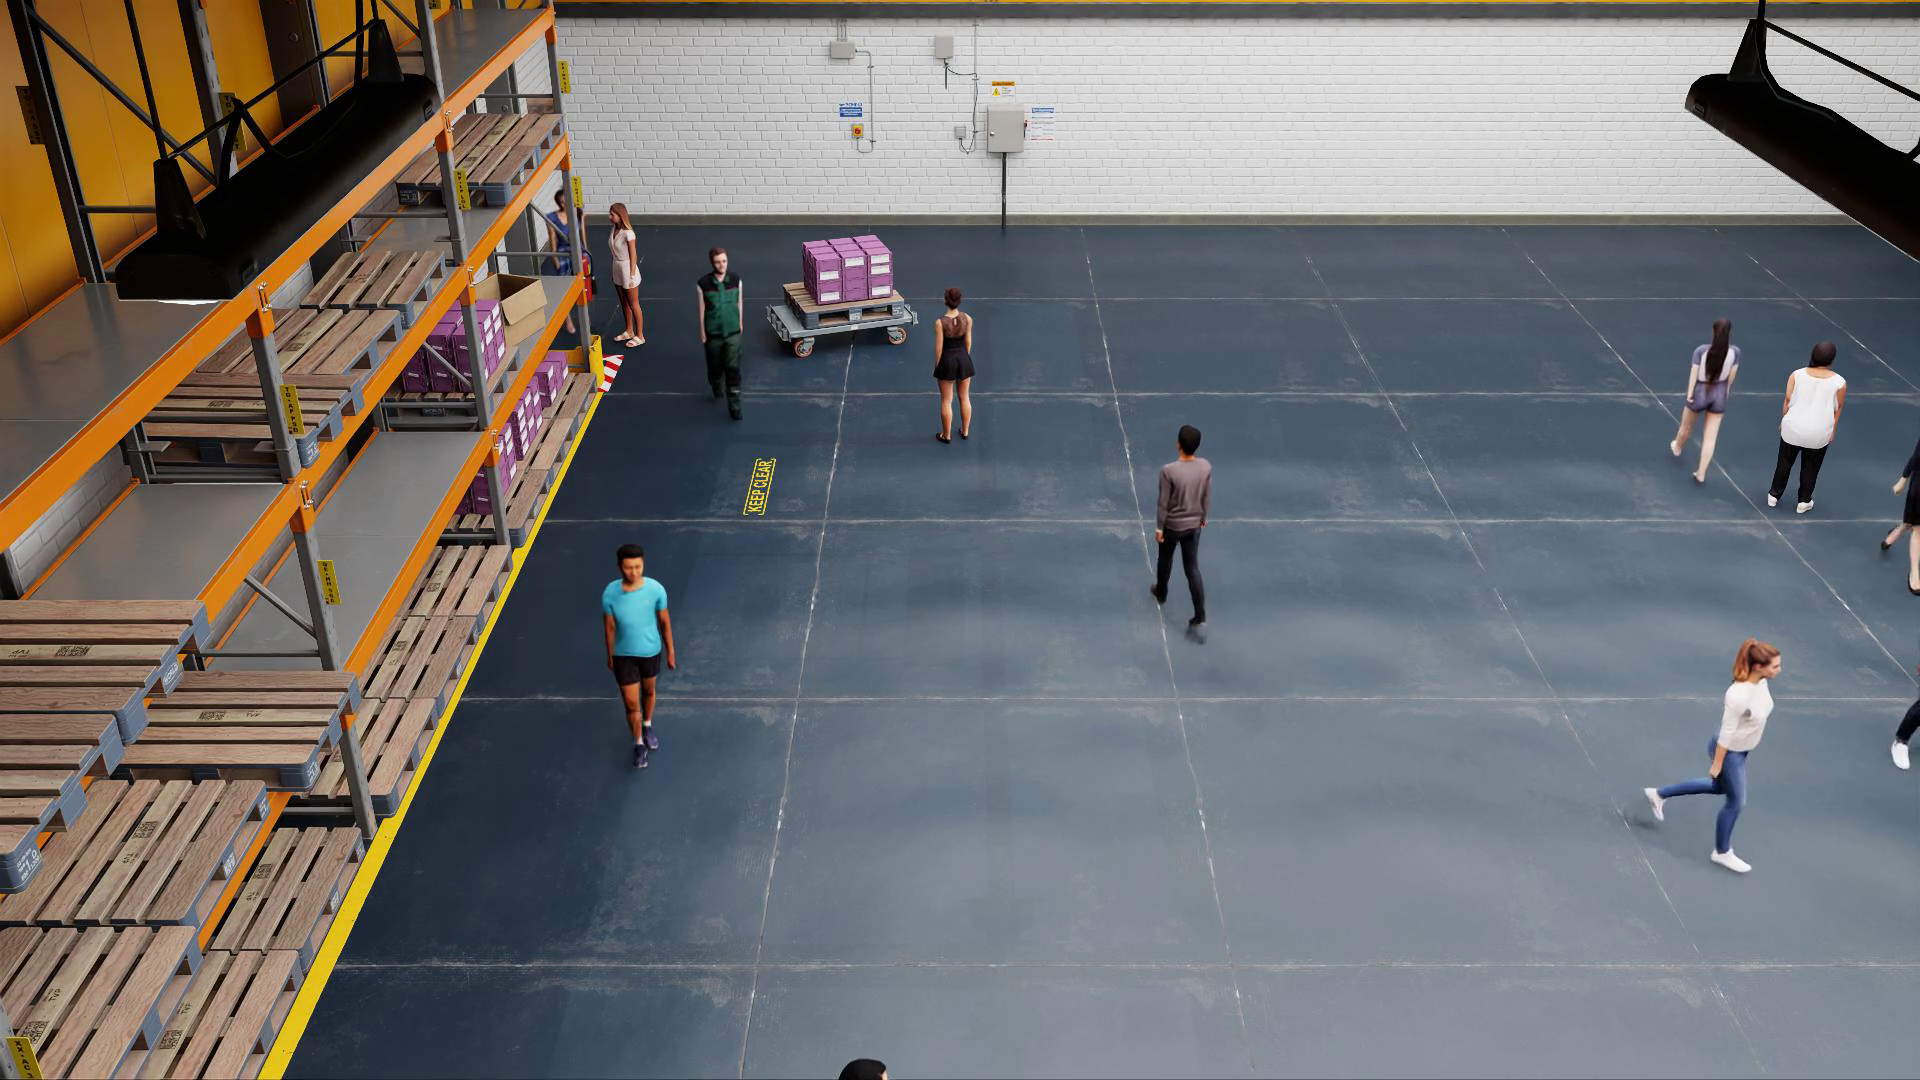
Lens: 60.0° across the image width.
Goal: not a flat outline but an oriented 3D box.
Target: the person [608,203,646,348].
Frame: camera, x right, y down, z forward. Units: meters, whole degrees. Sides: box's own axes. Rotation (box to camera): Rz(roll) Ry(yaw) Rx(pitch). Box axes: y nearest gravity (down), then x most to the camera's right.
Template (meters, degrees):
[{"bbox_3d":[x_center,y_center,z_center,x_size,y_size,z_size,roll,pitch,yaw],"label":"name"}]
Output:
[{"bbox_3d":[-3.889,-3.104,19.357,0.728,1.697,0.662,-23,36,-36],"label":"person"}]

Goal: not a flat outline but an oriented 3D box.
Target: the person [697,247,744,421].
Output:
[{"bbox_3d":[-2.545,-2.226,17.625,0.888,1.814,1.206,-9,30,-16],"label":"person"}]

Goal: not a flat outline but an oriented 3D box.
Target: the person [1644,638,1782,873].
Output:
[{"bbox_3d":[5.061,1.389,11.120,1.079,1.697,1.049,23,36,36],"label":"person"}]

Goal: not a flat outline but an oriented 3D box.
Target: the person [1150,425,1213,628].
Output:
[{"bbox_3d":[1.879,-0.072,13.760,0.882,1.733,1.206,-5,29,-10],"label":"person"}]

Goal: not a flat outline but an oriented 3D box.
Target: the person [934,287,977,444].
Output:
[{"bbox_3d":[-0.067,-1.795,16.980,0.664,1.674,0.686,-13,31,-22],"label":"person"}]

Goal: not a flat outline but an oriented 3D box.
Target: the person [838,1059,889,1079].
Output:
[{"bbox_3d":[-0.458,3.127,7.885,0.725,1.743,0.529,-3,29,-6],"label":"person"}]

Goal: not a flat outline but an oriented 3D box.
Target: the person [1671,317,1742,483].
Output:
[{"bbox_3d":[7.308,-1.333,16.197,0.751,1.613,1.057,6,29,12],"label":"person"}]

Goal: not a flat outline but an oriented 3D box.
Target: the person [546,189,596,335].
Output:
[{"bbox_3d":[-4.598,-3.265,19.567,0.831,1.778,0.887,-19,34,-30],"label":"person"}]

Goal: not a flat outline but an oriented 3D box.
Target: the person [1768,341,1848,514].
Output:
[{"bbox_3d":[7.980,-1.080,15.656,0.763,1.687,0.798,19,34,31],"label":"person"}]

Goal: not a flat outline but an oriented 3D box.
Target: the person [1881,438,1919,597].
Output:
[{"bbox_3d":[8.394,-0.450,14.490,0.742,1.697,1.187,6,29,11],"label":"person"}]

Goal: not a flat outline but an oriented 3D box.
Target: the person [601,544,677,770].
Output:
[{"bbox_3d":[-2.374,0.773,12.183,0.750,1.760,0.863,-8,30,-14],"label":"person"}]
